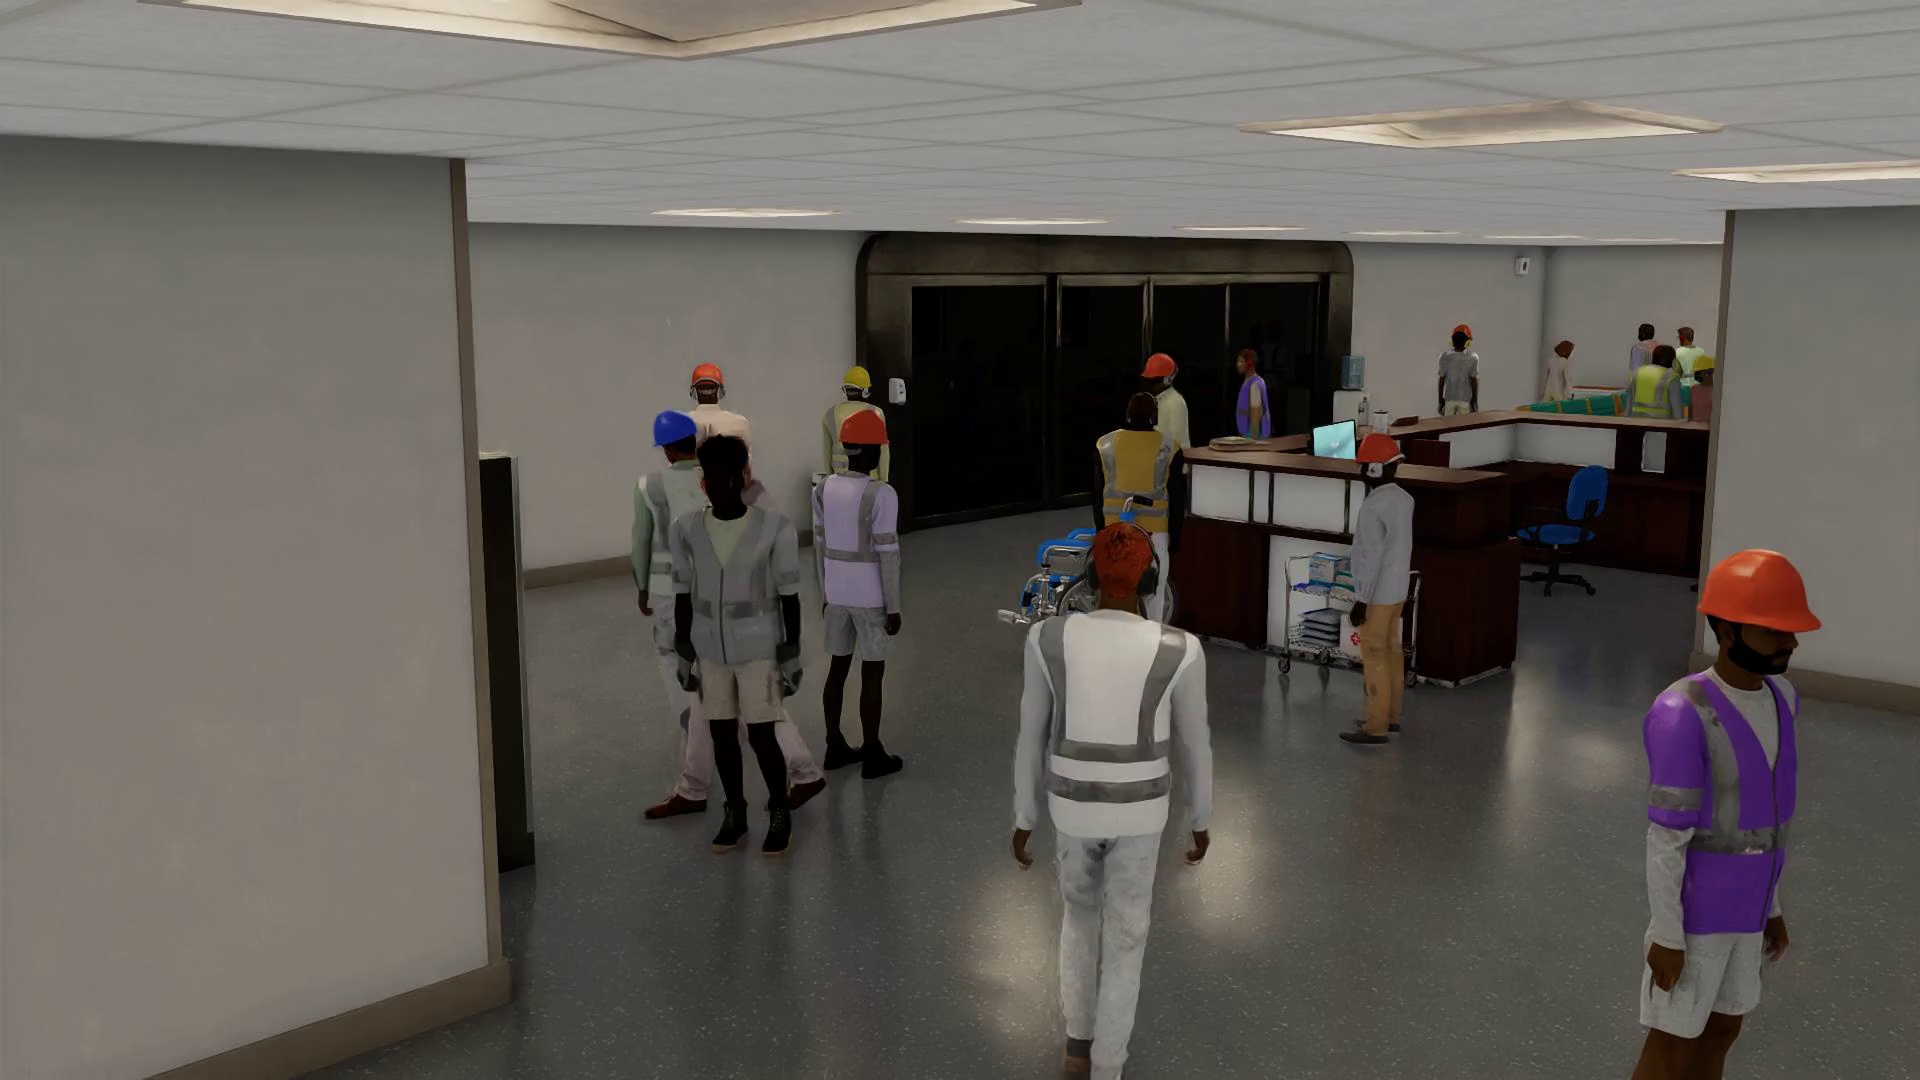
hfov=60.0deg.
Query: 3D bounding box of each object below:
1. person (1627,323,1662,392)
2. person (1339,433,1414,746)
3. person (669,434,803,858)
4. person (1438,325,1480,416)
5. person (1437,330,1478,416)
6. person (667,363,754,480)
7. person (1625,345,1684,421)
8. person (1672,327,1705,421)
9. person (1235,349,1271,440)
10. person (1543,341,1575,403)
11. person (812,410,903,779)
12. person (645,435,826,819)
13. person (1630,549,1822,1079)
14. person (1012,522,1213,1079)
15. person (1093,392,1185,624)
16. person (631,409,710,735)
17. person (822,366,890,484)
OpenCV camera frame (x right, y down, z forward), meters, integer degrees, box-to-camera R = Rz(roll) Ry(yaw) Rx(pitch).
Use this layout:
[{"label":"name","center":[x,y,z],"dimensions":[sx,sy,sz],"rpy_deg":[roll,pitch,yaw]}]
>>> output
[{"label":"person","center":[10.269,-2.331,25.015],"dimensions":[0.626,1.844,0.429],"rpy_deg":[-5,11,-30]},{"label":"person","center":[2.330,0.272,9.319],"dimensions":[0.343,1.748,0.571],"rpy_deg":[6,11,33]},{"label":"person","center":[-1.000,0.485,7.479],"dimensions":[0.608,1.938,0.468],"rpy_deg":[2,10,14]},{"label":"person","center":[6.547,-1.856,21.839],"dimensions":[0.542,1.928,0.374],"rpy_deg":[6,11,34]},{"label":"person","center":[6.459,-1.786,21.583],"dimensions":[0.513,1.872,0.328],"rpy_deg":[4,10,22]},{"label":"person","center":[-1.777,-0.268,11.906],"dimensions":[0.610,1.990,0.390],"rpy_deg":[-1,9,-7]},{"label":"person","center":[7.771,-1.273,18.596],"dimensions":[0.464,1.818,0.665],"rpy_deg":[-5,11,-30]},{"label":"person","center":[10.263,-2.093,23.551],"dimensions":[0.566,1.842,0.389],"rpy_deg":[-4,10,-24]},{"label":"person","center":[3.028,-1.087,17.430],"dimensions":[0.455,1.825,0.593],"rpy_deg":[1,9,5]},{"label":"person","center":[8.858,-2.171,24.796],"dimensions":[0.406,1.597,0.598],"rpy_deg":[-3,10,-20]},{"label":"person","center":[-0.517,0.283,8.729],"dimensions":[0.545,1.931,0.381],"rpy_deg":[7,12,37]},{"label":"person","center":[-1.132,0.431,8.052],"dimensions":[0.856,1.860,0.694],"rpy_deg":[-7,11,-35]},{"label":"person","center":[2.042,0.976,4.436],"dimensions":[0.547,1.938,0.379],"rpy_deg":[-6,11,-33]},{"label":"person","center":[0.501,0.865,5.324],"dimensions":[0.613,1.864,0.612],"rpy_deg":[3,10,15]},{"label":"person","center":[1.209,-0.081,11.251],"dimensions":[0.630,1.835,0.429],"rpy_deg":[2,10,14]},{"label":"person","center":[-1.466,0.242,9.077],"dimensions":[0.618,1.912,0.812],"rpy_deg":[-4,10,-23]},{"label":"person","center":[-0.866,-0.555,14.143],"dimensions":[0.589,1.834,0.403],"rpy_deg":[3,10,18]}]
